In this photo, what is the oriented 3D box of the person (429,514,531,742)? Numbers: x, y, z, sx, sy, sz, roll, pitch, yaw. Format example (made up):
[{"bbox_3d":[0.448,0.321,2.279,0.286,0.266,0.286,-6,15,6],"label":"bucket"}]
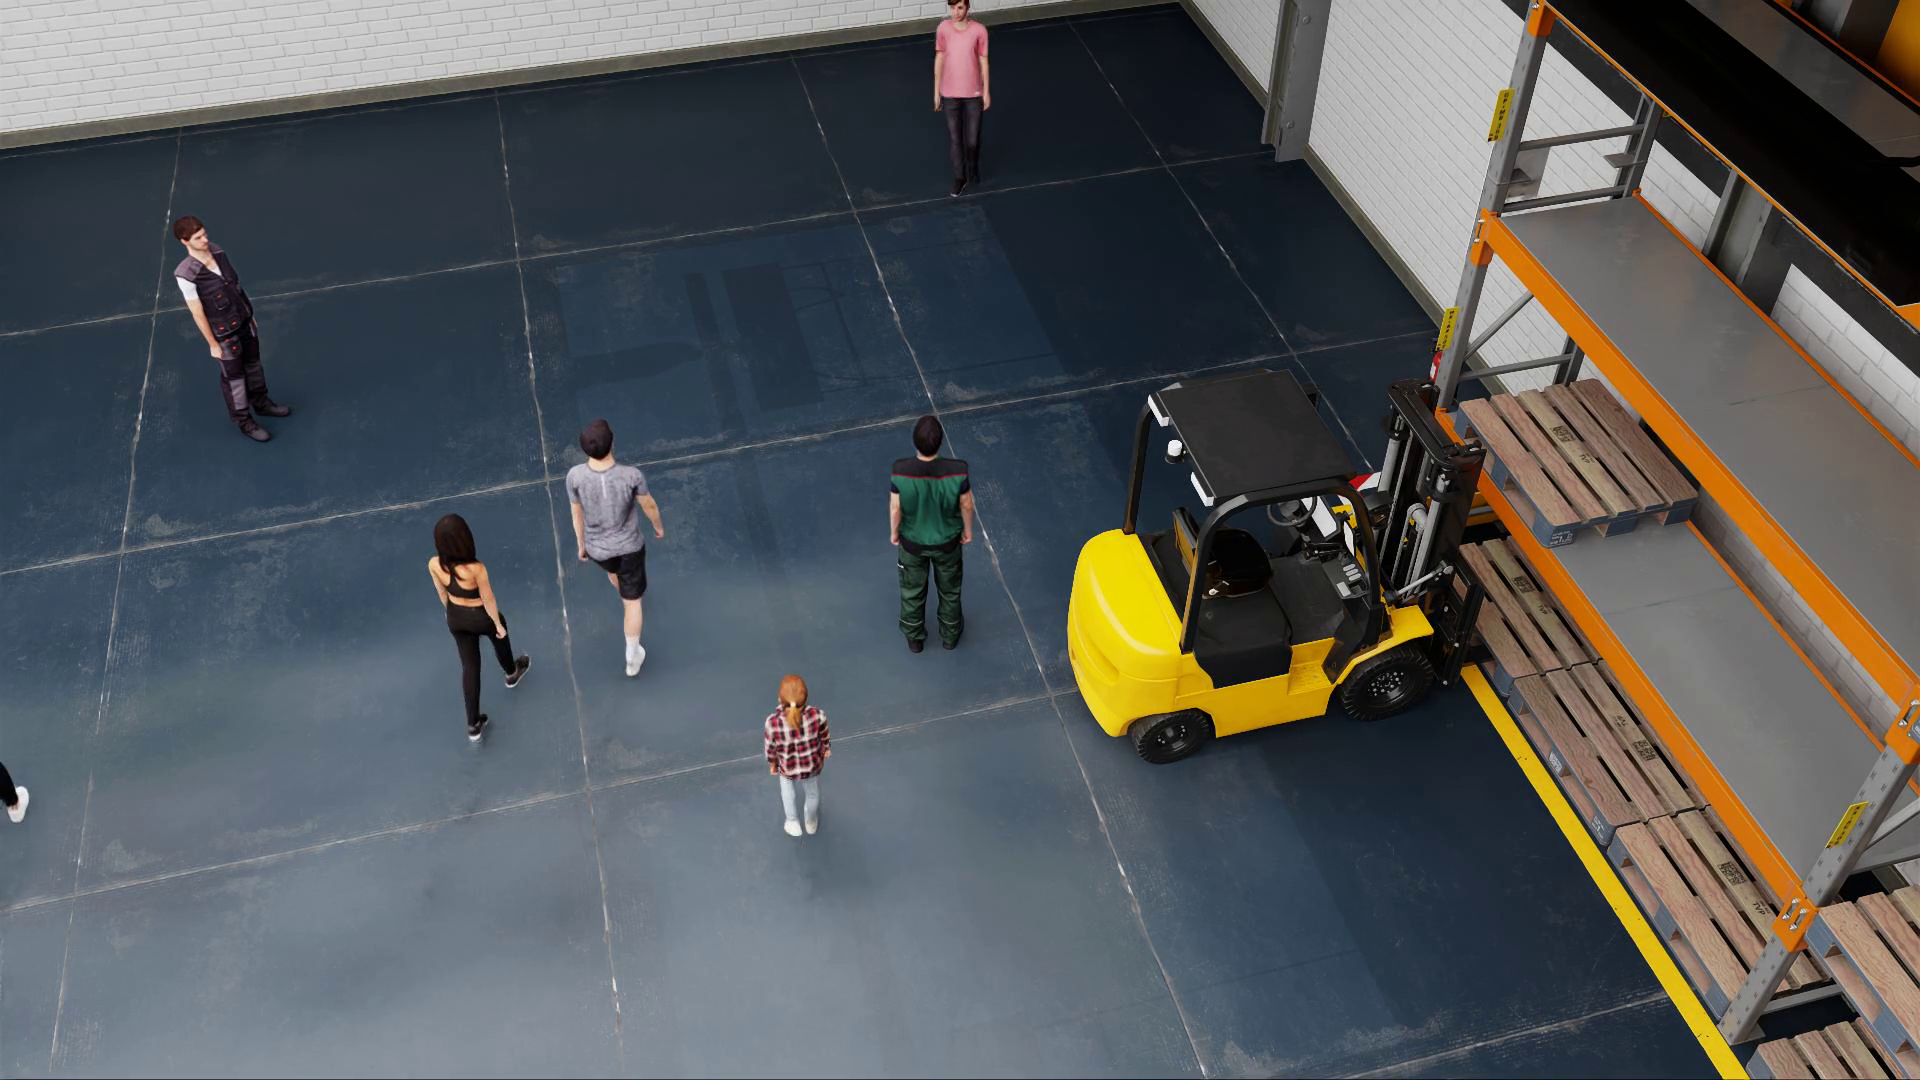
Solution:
[{"bbox_3d":[-3.013,0.544,10.202,0.808,1.611,1.071,3,44,4],"label":"person"}]

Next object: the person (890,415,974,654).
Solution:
[{"bbox_3d":[-0.188,-0.027,10.591,0.724,1.901,0.642,-2,44,-2],"label":"person"}]

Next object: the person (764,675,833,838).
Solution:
[{"bbox_3d":[-0.919,1.305,9.630,0.561,1.299,0.566,-5,44,-6],"label":"person"}]

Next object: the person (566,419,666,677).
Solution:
[{"bbox_3d":[-2.186,0.083,10.527,0.896,1.831,1.252,0,44,0],"label":"person"}]

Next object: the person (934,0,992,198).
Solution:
[{"bbox_3d":[0.049,-3.993,14.722,0.782,1.946,0.816,9,44,9],"label":"person"}]

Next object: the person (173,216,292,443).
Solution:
[{"bbox_3d":[-5.416,-1.579,12.259,0.801,1.849,0.680,9,44,10],"label":"person"}]
